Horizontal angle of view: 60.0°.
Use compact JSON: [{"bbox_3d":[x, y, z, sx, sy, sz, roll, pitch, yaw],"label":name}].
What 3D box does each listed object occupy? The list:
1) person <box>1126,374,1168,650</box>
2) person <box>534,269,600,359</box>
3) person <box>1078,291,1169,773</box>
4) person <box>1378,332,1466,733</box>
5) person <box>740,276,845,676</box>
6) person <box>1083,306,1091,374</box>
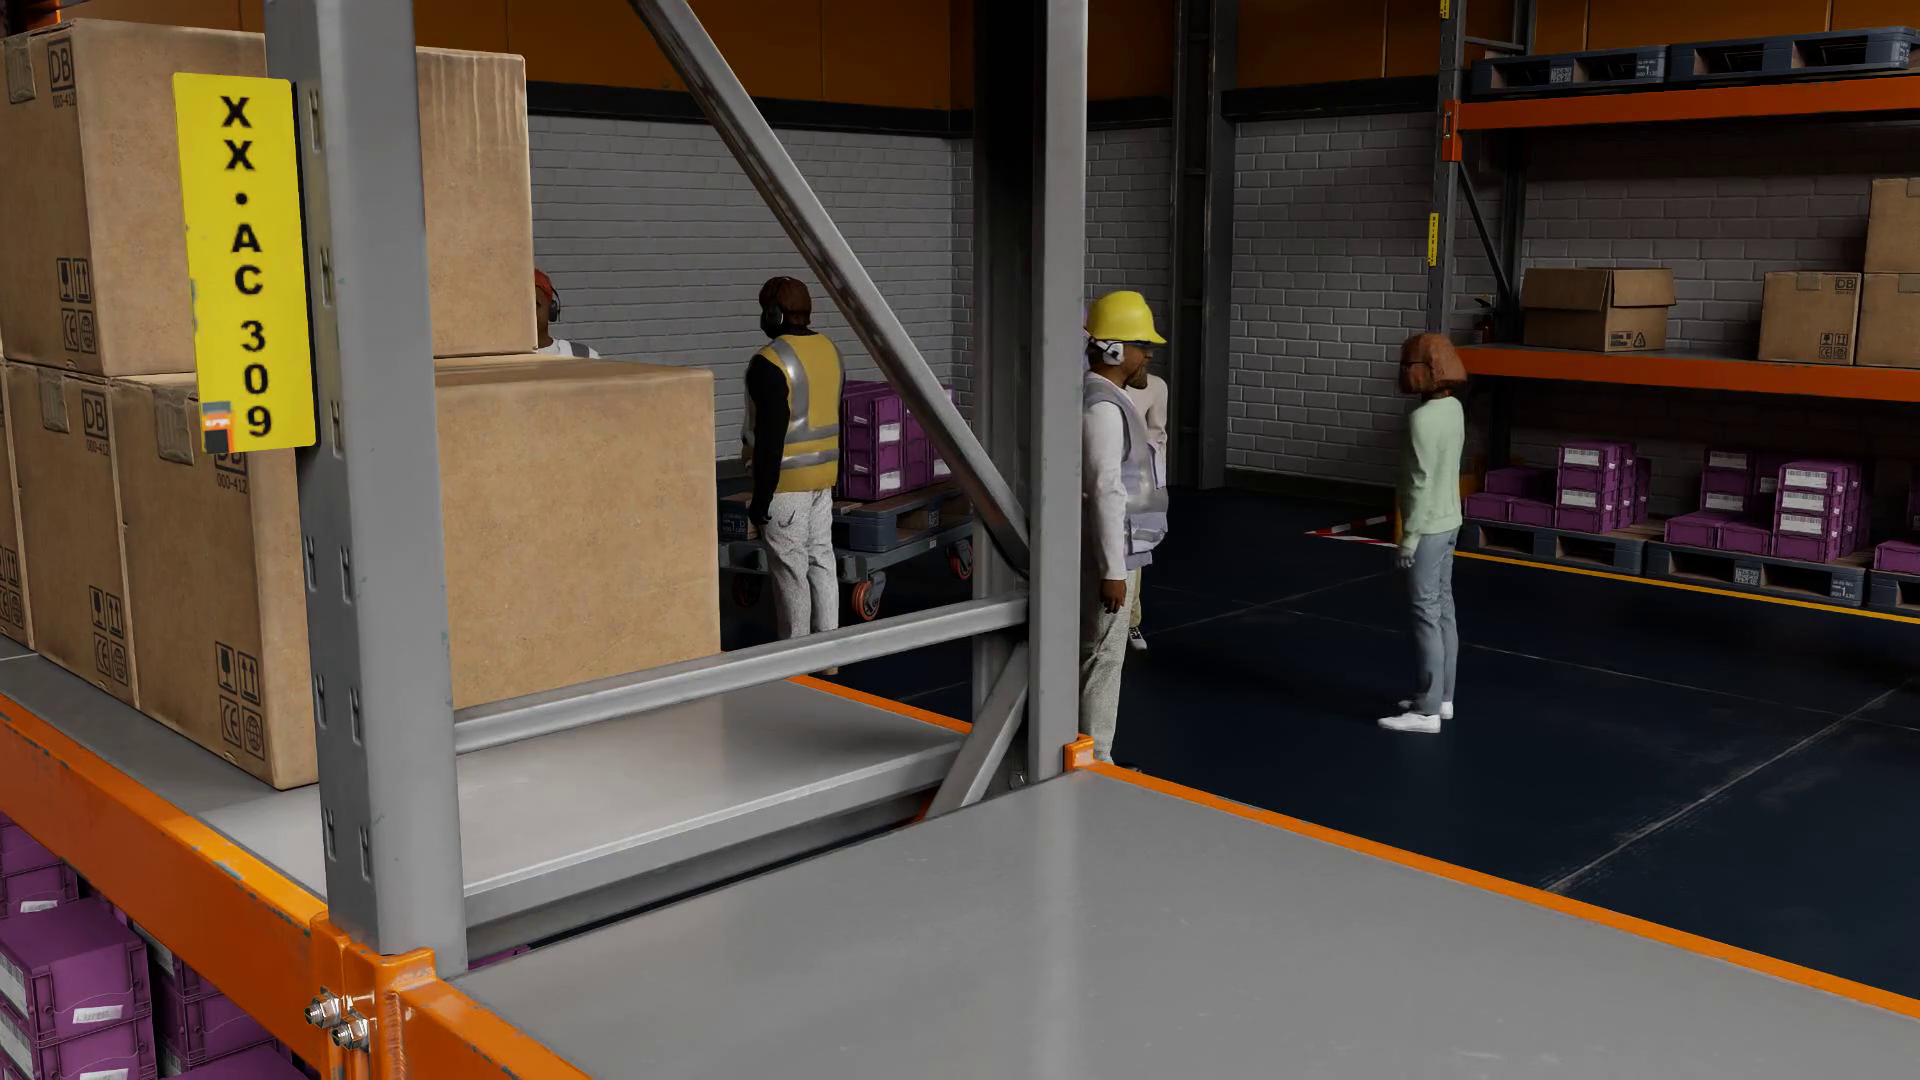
[{"bbox_3d":[0.762,-0.266,8.107,0.501,1.631,0.285,0,10,-3],"label":"person"},{"bbox_3d":[-1.767,-0.185,6.982,0.575,1.883,0.355,-2,11,-13],"label":"person"},{"bbox_3d":[0.537,0.035,5.928,0.404,1.827,0.600,0,10,0],"label":"person"},{"bbox_3d":[1.907,-0.029,6.813,0.268,1.630,0.507,6,12,31],"label":"person"},{"bbox_3d":[-0.762,-0.254,7.472,0.428,1.842,0.631,5,12,26],"label":"person"},{"bbox_3d":[0.695,-0.958,11.151,0.407,1.903,0.639,-7,13,-34],"label":"person"}]
